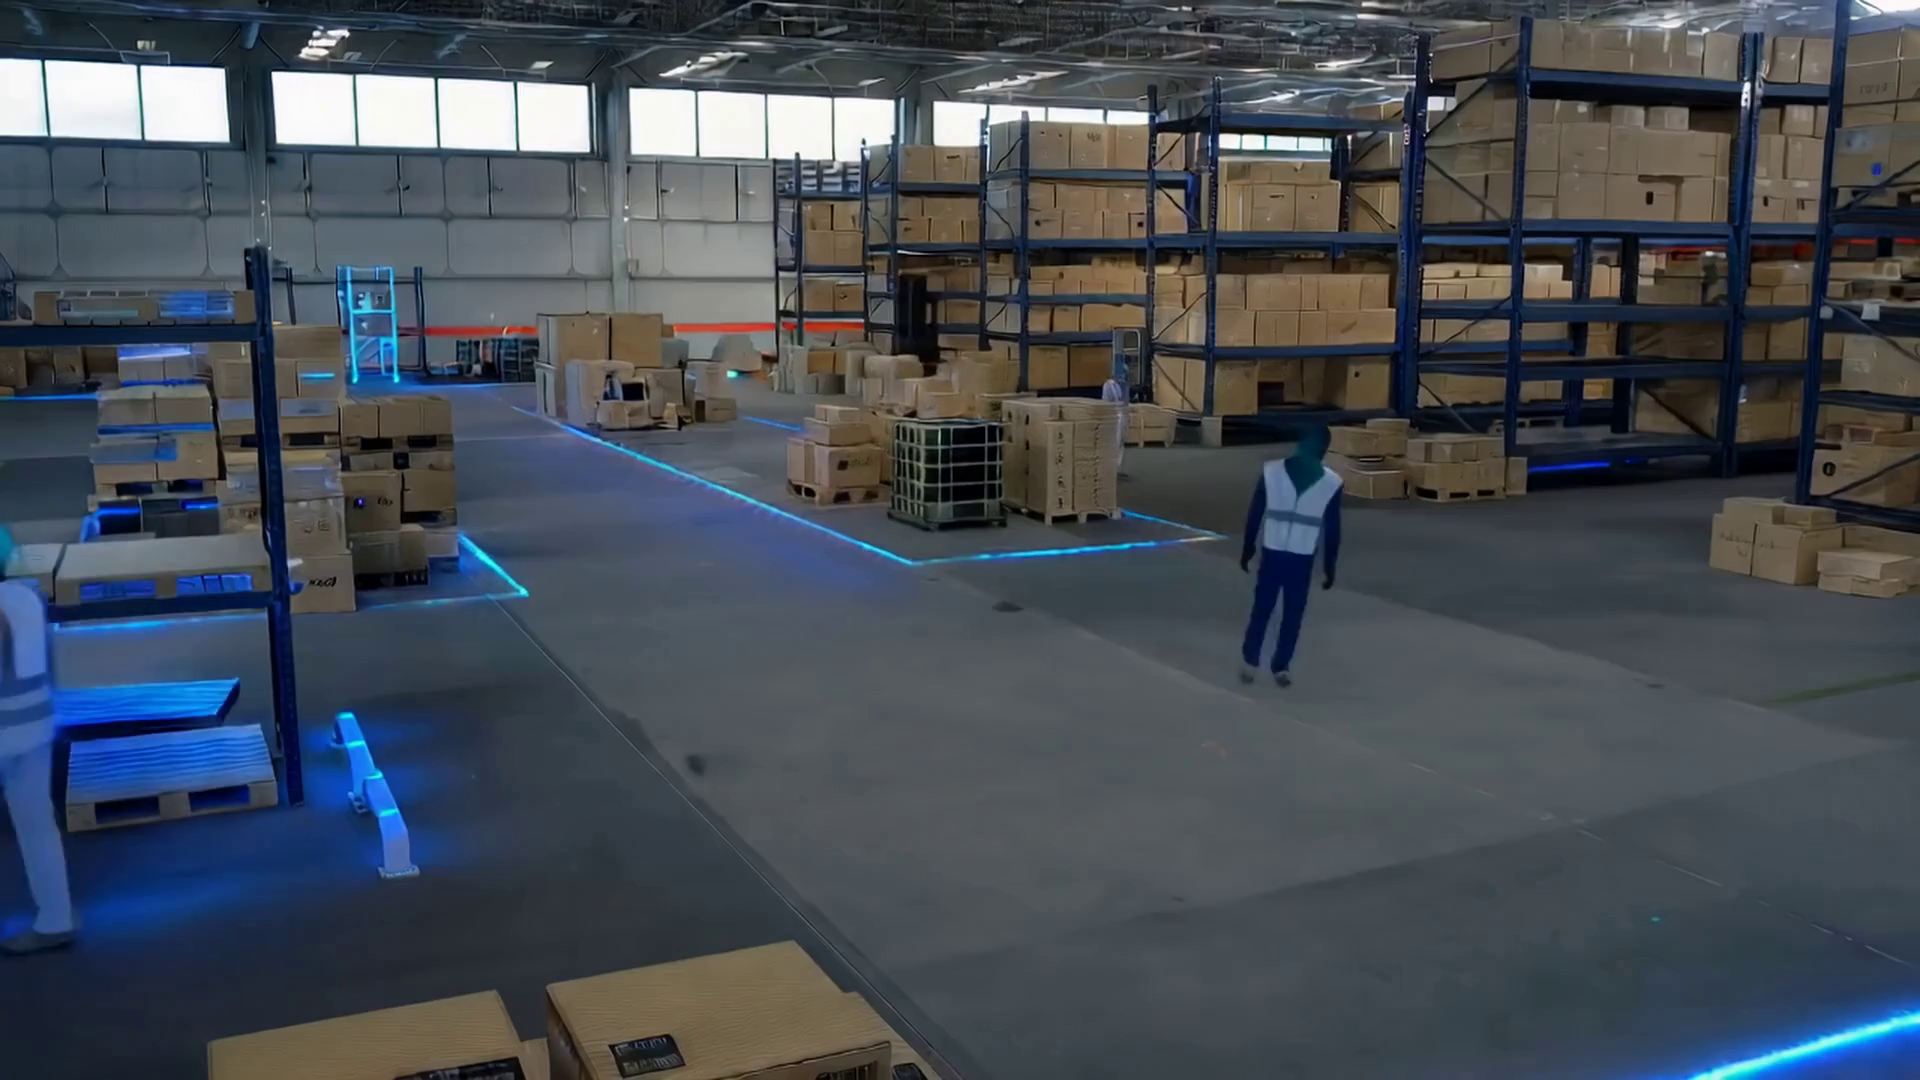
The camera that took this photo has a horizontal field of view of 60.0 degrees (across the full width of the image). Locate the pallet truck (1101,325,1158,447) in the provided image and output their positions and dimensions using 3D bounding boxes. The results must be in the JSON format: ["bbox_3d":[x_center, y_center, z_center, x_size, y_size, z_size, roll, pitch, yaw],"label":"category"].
[{"bbox_3d":[2.881,-2.596,27.923,0.823,1.965,1.885,-1,9,-7],"label":"pallet truck"}]

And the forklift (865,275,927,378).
[{"bbox_3d":[-1.054,-4.392,36.338,1.873,2.768,1.129,-4,10,-25],"label":"forklift"}]

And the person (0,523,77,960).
[{"bbox_3d":[-4.125,0.847,7.005,0.812,1.855,0.611,0,9,2],"label":"person"}]

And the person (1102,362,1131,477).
[{"bbox_3d":[2.189,-1.677,23.329,0.513,1.640,0.307,-8,12,-40],"label":"person"}]

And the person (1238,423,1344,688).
[{"bbox_3d":[2.300,0.111,11.545,0.689,1.863,0.389,2,9,10],"label":"person"}]
